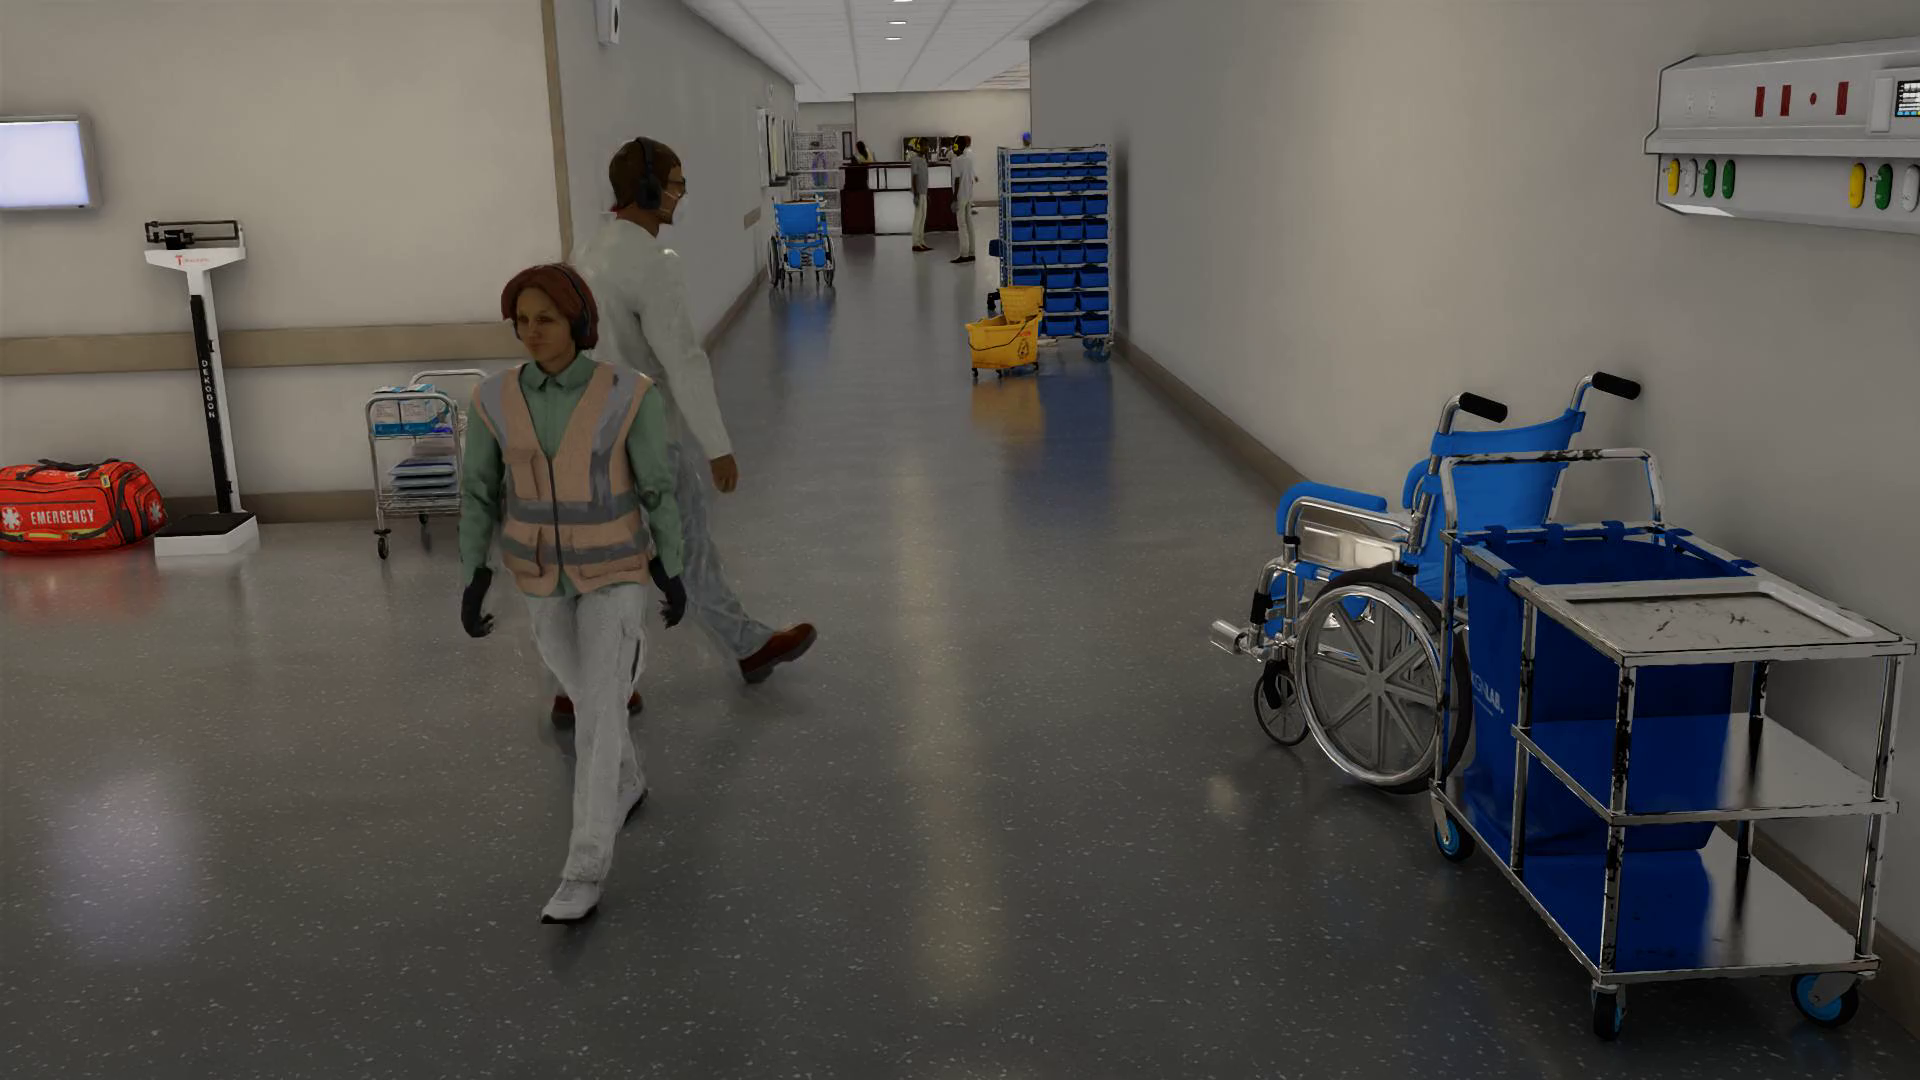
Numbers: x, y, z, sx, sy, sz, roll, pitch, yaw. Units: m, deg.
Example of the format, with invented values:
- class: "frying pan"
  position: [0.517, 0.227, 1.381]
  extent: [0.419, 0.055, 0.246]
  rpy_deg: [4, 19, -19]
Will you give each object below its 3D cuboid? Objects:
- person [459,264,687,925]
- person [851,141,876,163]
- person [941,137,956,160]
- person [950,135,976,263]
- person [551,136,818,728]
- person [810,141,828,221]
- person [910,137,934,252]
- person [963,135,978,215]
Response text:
- class: "person"
  position: [-0.986, 0.102, 4.223]
  extent: [0.545, 1.588, 0.888]
  rpy_deg: [1, 14, 10]
- class: "person"
  position: [-2.334, -8.908, 40.967]
  extent: [0.681, 1.808, 0.444]
  rpy_deg: [-9, 16, -29]
- class: "person"
  position: [-0.240, -8.494, 38.931]
  extent: [0.326, 1.840, 0.517]
  rpy_deg: [-11, 17, -34]
- class: "person"
  position: [0.018, -5.051, 24.692]
  extent: [0.335, 1.873, 0.521]
  rpy_deg: [7, 16, 33]
- class: "person"
  position: [-0.960, -0.352, 5.458]
  extent: [1.010, 1.884, 0.652]
  rpy_deg: [-8, 15, -25]
- class: "person"
  position: [-3.270, -8.309, 38.562]
  extent: [0.419, 1.833, 0.562]
  rpy_deg: [-4, 14, -10]
- class: "person"
  position: [-0.644, -5.712, 27.508]
  extent: [0.311, 1.864, 0.533]
  rpy_deg: [4, 15, 20]
- class: "person"
  position: [0.188, -8.671, 39.556]
  extent: [0.533, 1.874, 0.608]
  rpy_deg: [-9, 15, -26]
